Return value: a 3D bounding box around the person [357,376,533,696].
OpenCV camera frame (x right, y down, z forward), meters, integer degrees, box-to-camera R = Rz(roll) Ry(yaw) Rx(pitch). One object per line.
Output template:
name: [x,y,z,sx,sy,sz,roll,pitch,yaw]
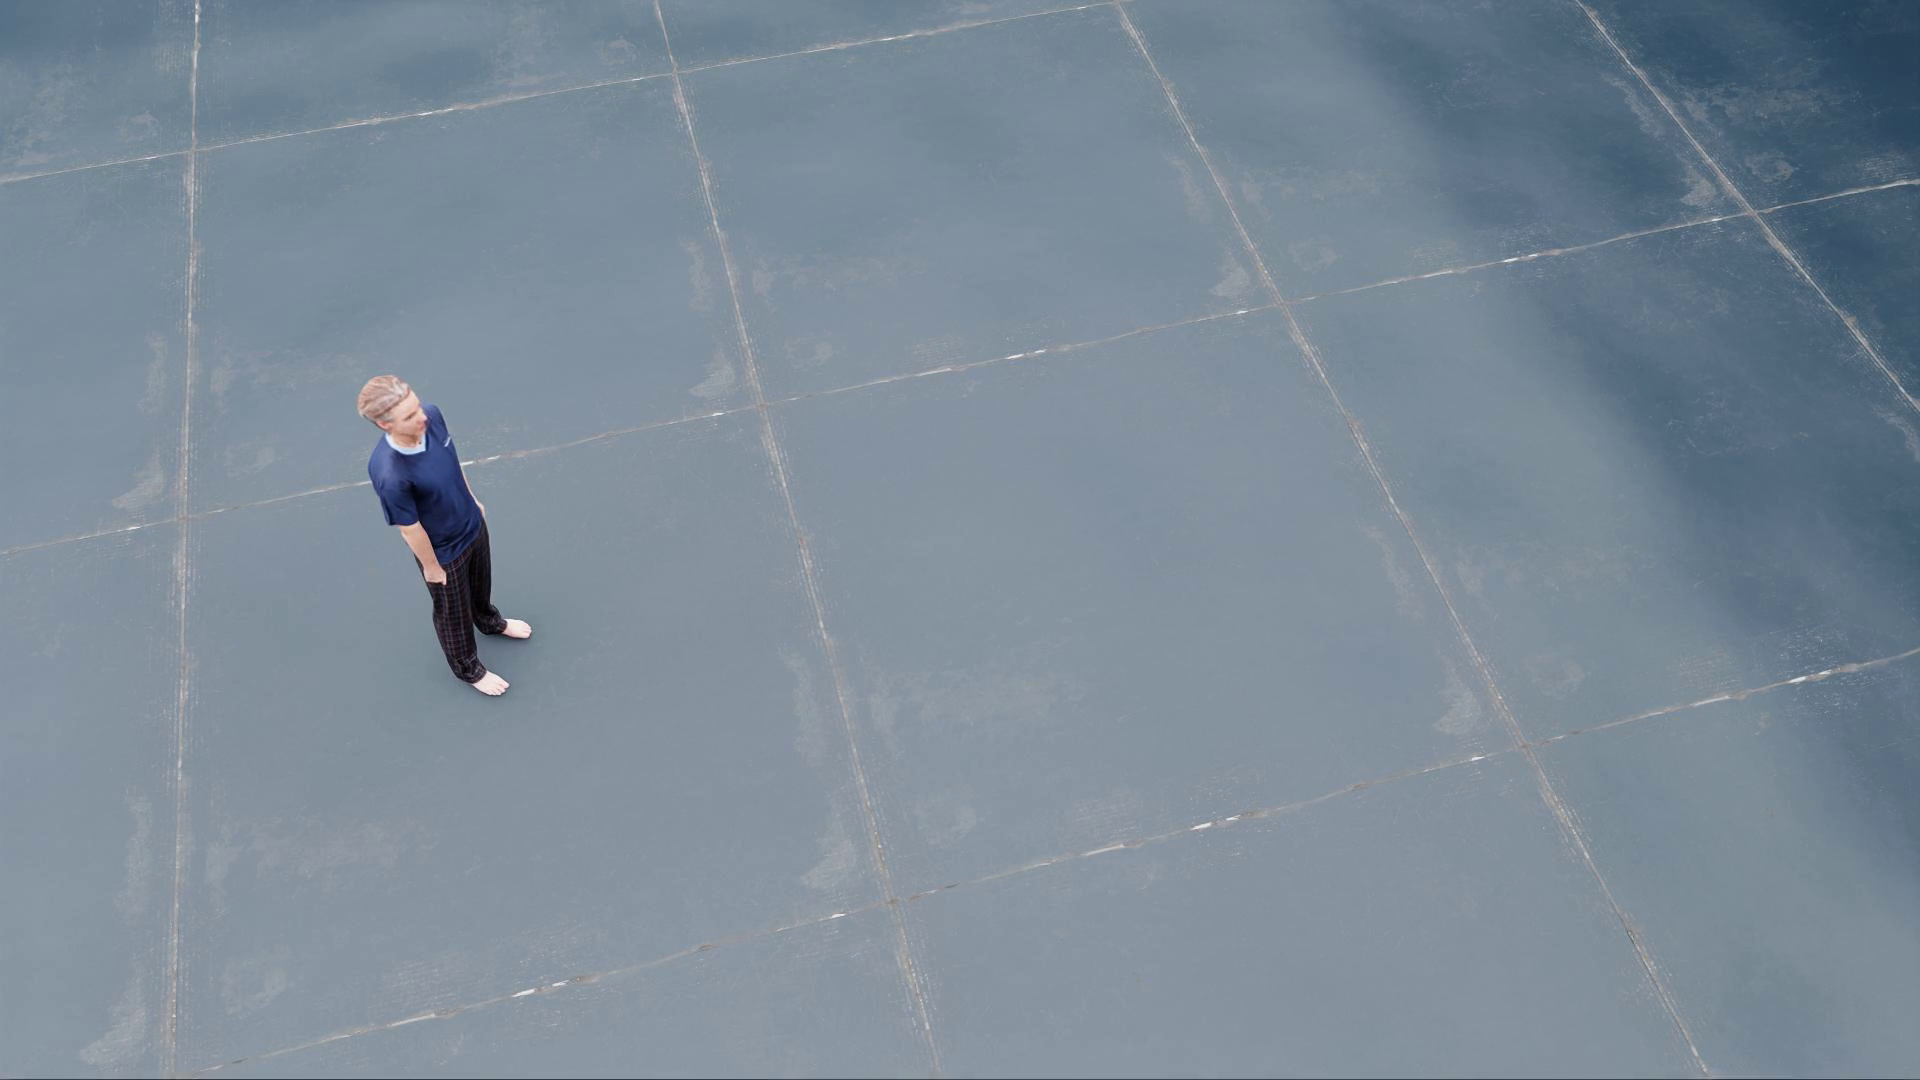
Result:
person: [-2.251,-0.033,7.240,0.798,1.873,0.658,10,53,8]
